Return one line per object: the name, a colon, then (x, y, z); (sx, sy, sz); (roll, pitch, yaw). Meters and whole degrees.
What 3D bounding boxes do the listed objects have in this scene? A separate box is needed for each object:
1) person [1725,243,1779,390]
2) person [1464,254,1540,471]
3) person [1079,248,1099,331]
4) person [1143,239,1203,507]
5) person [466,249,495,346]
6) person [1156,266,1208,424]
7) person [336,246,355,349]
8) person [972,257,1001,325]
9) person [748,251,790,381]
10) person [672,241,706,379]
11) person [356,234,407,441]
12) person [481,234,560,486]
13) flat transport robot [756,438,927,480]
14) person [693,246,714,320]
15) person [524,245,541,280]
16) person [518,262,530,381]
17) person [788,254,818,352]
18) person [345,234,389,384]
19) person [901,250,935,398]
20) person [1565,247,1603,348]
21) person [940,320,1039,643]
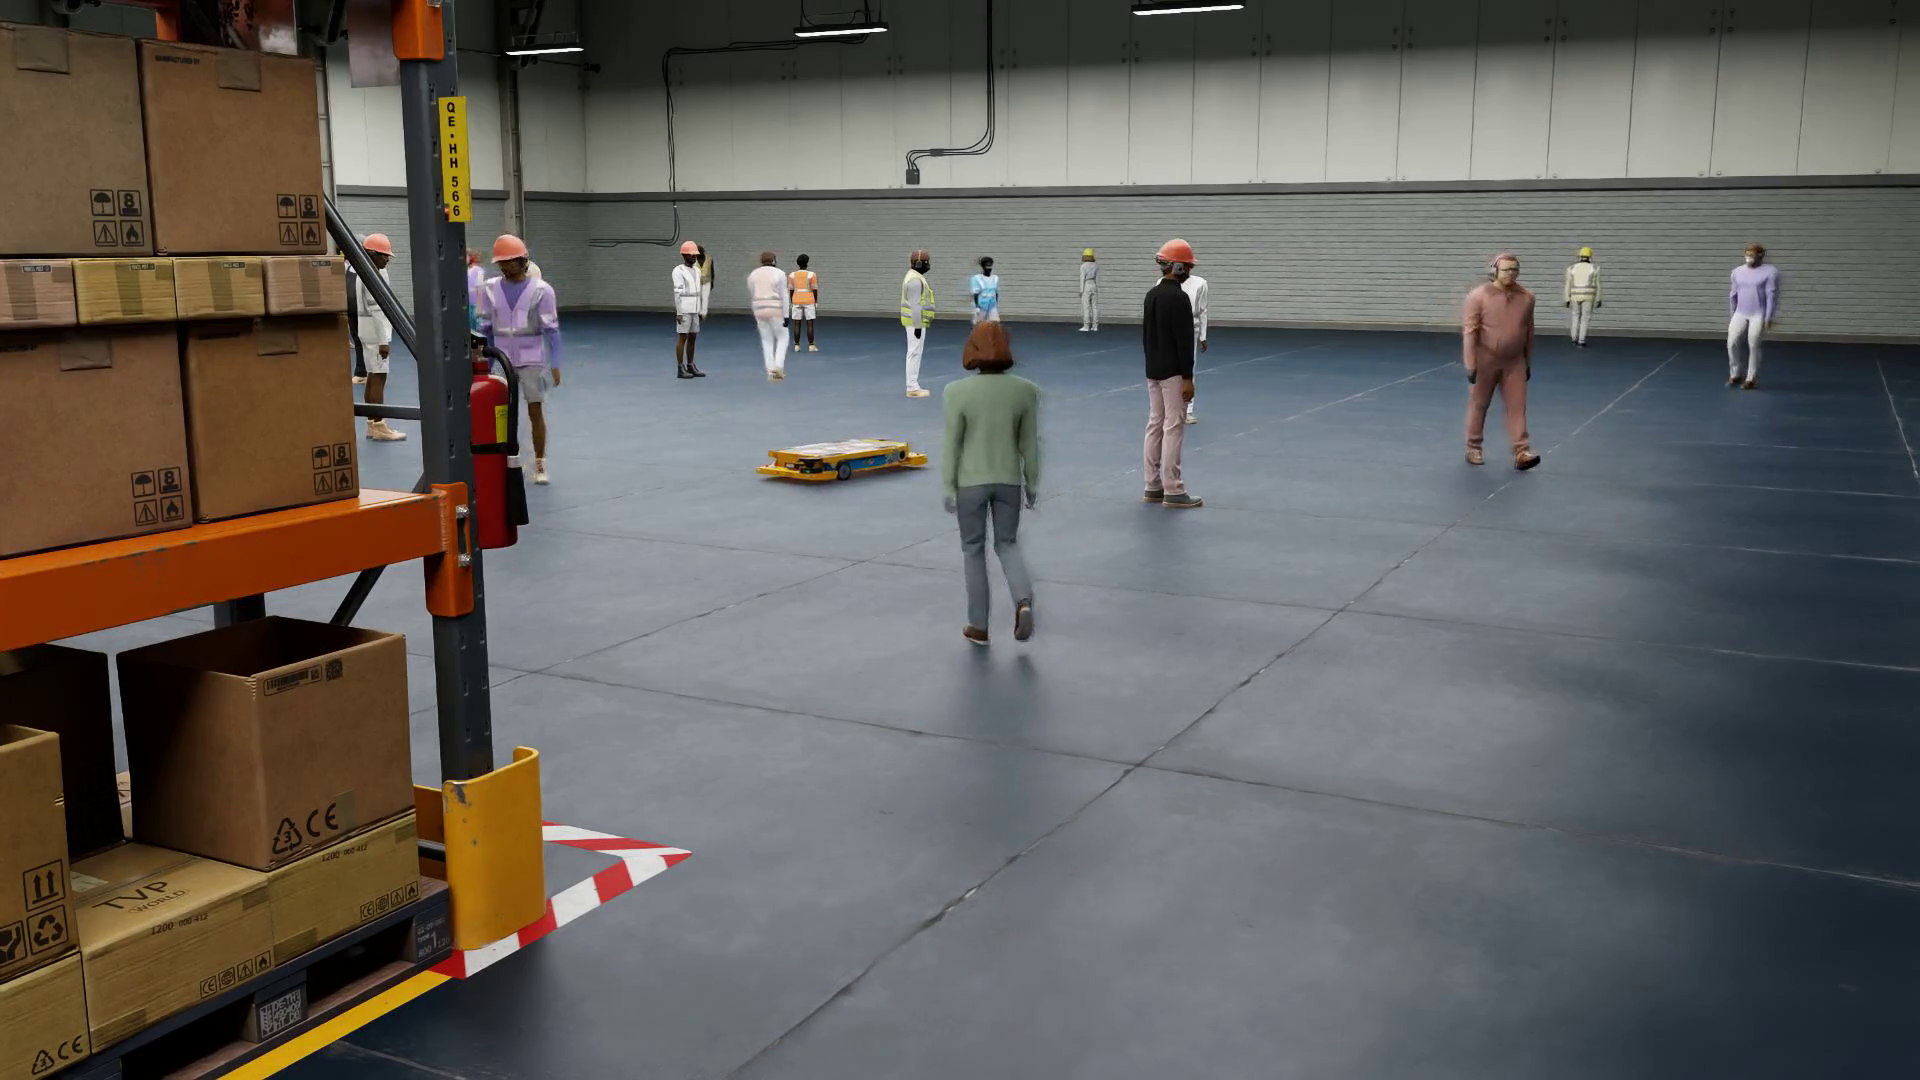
person: (10.353, -2.918, 21.798); (0.530, 1.921, 0.633); (-10, 14, -43)
person: (4.691, -1.530, 14.389); (0.674, 1.855, 0.988); (-1, 10, -4)
person: (2.726, -5.314, 35.334); (0.492, 1.742, 0.321); (-7, 13, -34)
person: (1.585, -1.243, 12.457); (0.384, 1.991, 0.609); (-4, 11, -22)
person: (-7.737, -3.753, 26.629); (0.585, 1.813, 0.864); (9, 14, 40)
person: (2.374, -2.186, 17.889); (0.585, 1.882, 0.337); (-1, 10, -5)
person: (-10.962, -4.325, 29.609); (0.319, 1.865, 0.521); (-9, 14, -41)
person: (0.460, -3.776, 27.153); (0.538, 1.658, 0.832); (-5, 12, -27)
person: (-2.651, -3.116, 23.163); (0.651, 1.815, 0.440); (4, 11, 19)
person: (-3.835, -3.269, 23.648); (0.378, 1.938, 0.547); (6, 12, 28)
person: (-5.737, -1.993, 16.432); (0.390, 2.034, 0.605); (-6, 12, -29)
person: (-3.543, -1.431, 13.394); (0.661, 2.024, 0.537); (0, 10, 2)
flat transport robot: (-0.991, -0.698, 14.180); (0.652, 0.197, 1.431); (9, 13, 39)
person: (-6.268, -6.231, 40.281); (0.634, 1.785, 0.938); (-1, 10, -7)
person: (-6.614, -3.511, 25.057); (0.641, 1.909, 0.409); (5, 11, 24)
person: (-6.026, -3.009, 22.727); (0.621, 1.742, 0.554); (-1, 10, -6)
person: (-2.700, -4.089, 28.780); (0.534, 1.697, 0.318); (2, 11, 13)
person: (-8.082, -3.110, 22.505); (0.682, 2.000, 0.537); (5, 12, 27)
person: (-0.525, -2.699, 20.841); (0.430, 1.836, 0.628); (0, 10, -2)
person: (11.286, -4.380, 30.046); (0.606, 1.821, 0.517); (8, 13, 37)
person: (0.159, -0.262, 8.130); (0.501, 1.617, 0.489); (-4, 11, -19)
